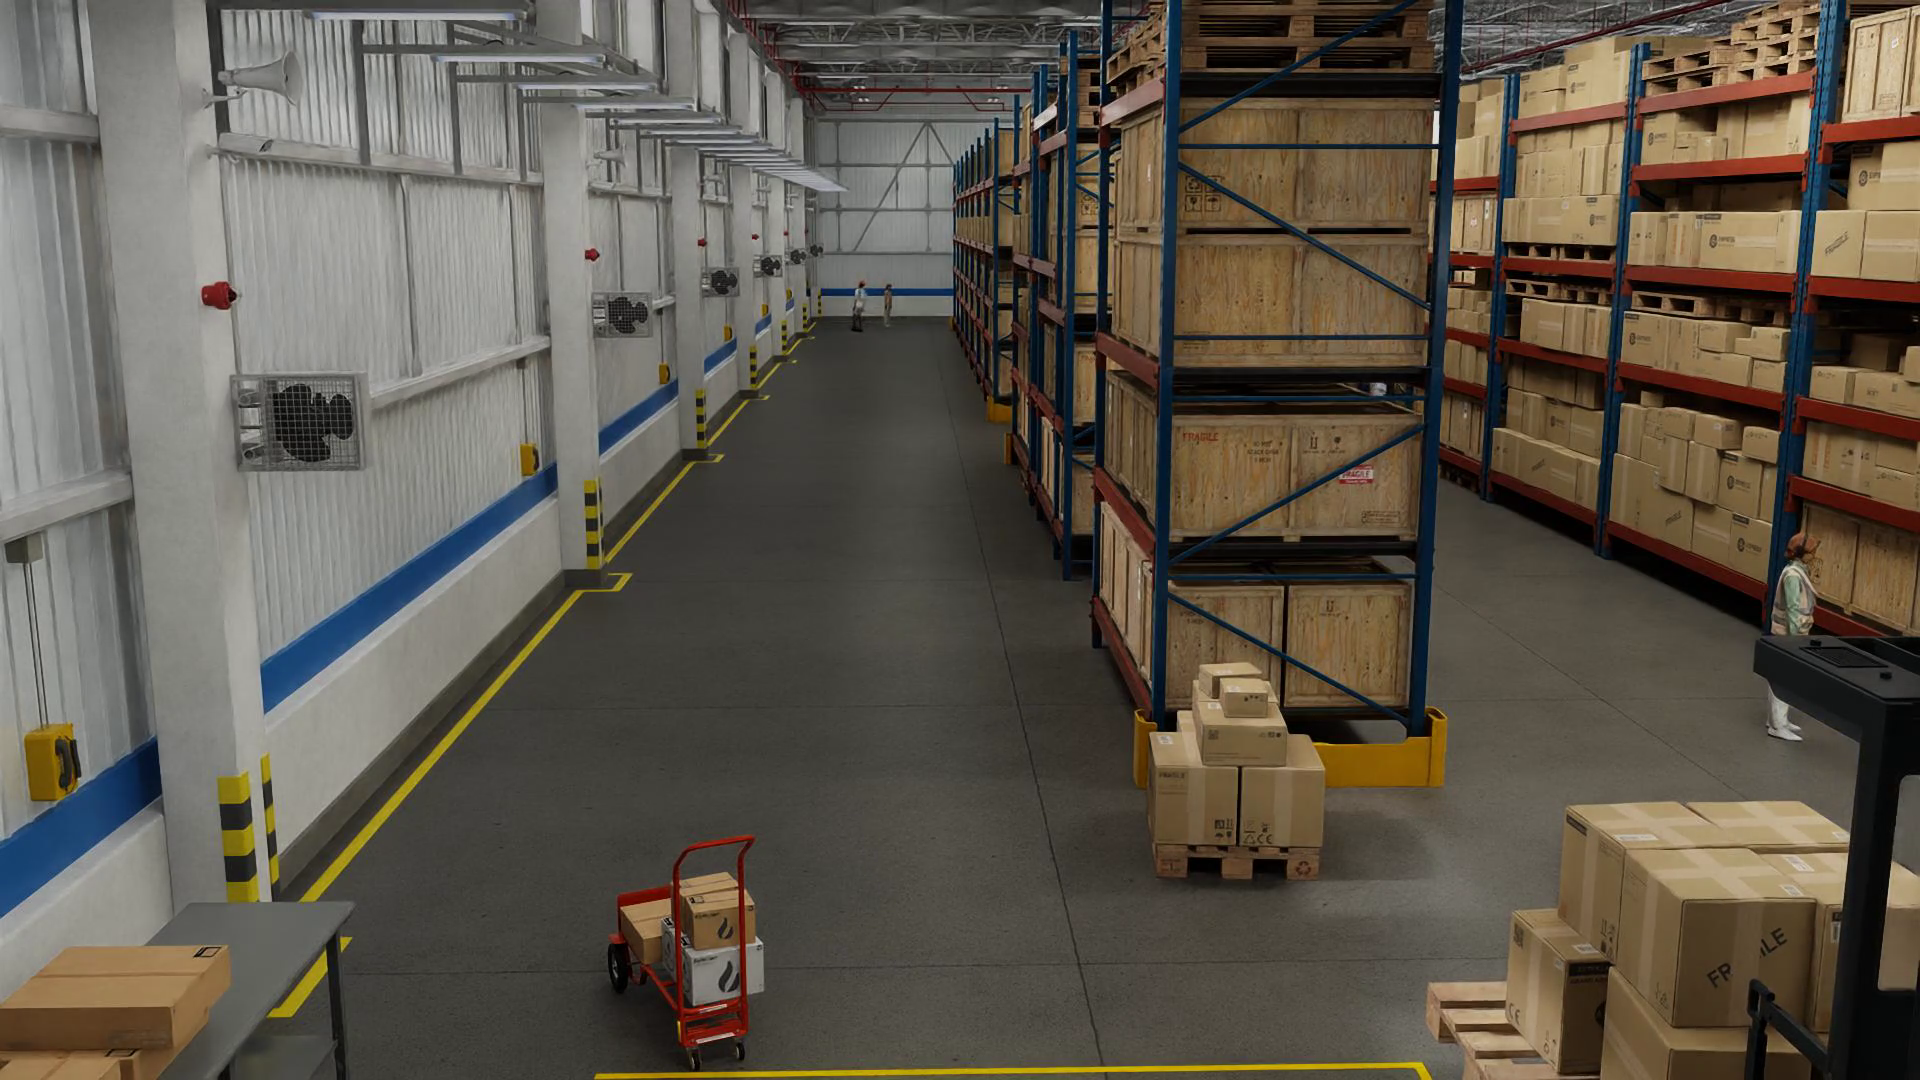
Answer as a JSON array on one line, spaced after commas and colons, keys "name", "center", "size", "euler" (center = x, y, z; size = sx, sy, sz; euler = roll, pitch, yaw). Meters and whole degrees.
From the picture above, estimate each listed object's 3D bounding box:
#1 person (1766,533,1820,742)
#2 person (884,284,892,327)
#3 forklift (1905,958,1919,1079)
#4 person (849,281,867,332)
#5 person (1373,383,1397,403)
[{"name": "person", "center": [6.578, 0.754, 13.163], "size": [0.309, 1.640, 0.512], "euler": [5, 12, 25]}, {"name": "person", "center": [-2.771, -9.032, 64.087], "size": [0.315, 1.636, 0.515], "euler": [5, 12, 23]}, {"name": "forklift", "center": [3.157, 1.764, 4.674], "size": [1.129, 2.768, 1.873], "euler": [0, 11, -2]}, {"name": "person", "center": [-3.766, -8.619, 61.325], "size": [0.588, 1.873, 0.628], "euler": [9, 14, 38]}, {"name": "person", "center": [7.394, -2.339, 28.715], "size": [0.978, 1.844, 0.659], "euler": [-1, 11, -6]}]
